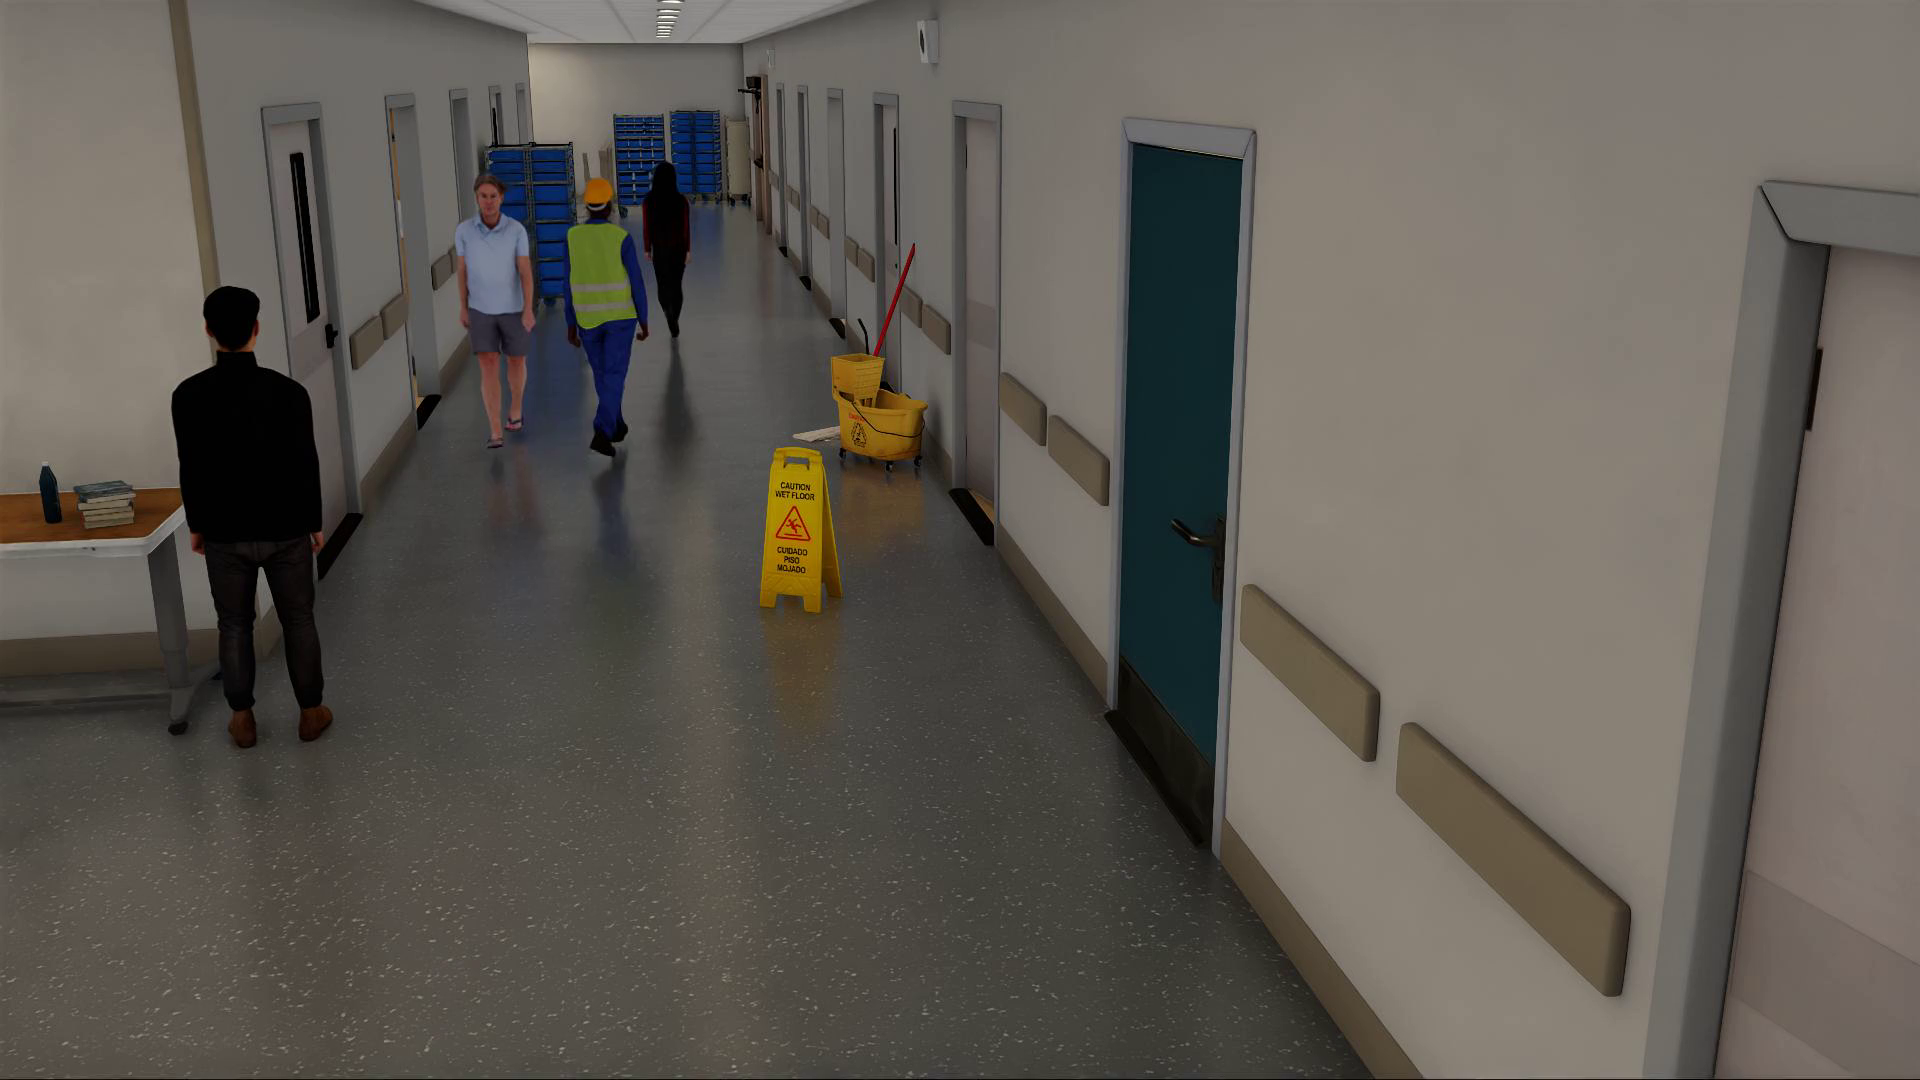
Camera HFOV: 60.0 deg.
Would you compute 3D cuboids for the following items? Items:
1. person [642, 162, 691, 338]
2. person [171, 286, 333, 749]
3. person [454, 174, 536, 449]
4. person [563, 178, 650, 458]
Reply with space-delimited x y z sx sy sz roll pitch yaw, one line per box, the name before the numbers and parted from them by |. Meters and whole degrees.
person | -2.718 -2.675 15.559 0.604 1.637 0.969 -3 16 -12
person | -2.628 -0.080 6.199 0.648 1.720 0.531 -4 16 -14
person | -3.113 -1.539 11.270 0.673 1.777 1.197 -3 16 -10
person | -2.322 -1.404 10.790 0.857 1.777 1.249 1 16 2
